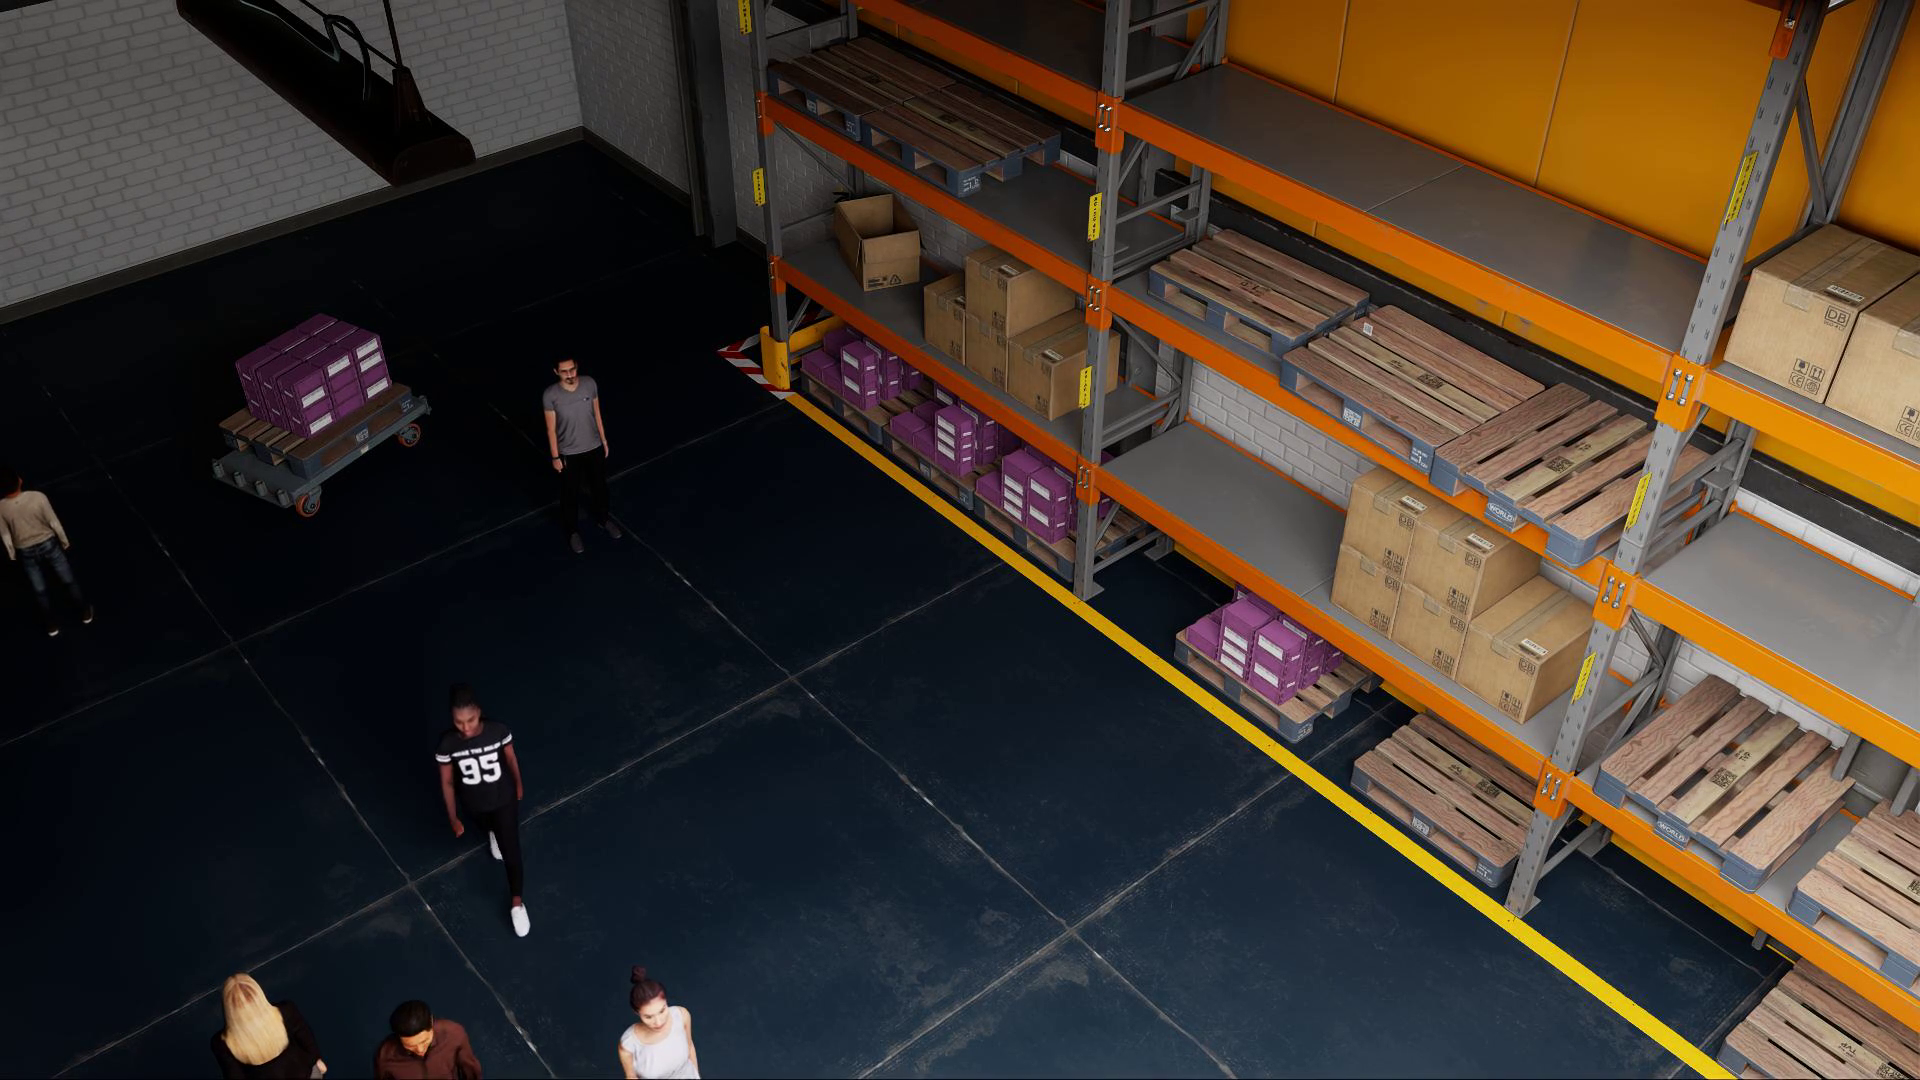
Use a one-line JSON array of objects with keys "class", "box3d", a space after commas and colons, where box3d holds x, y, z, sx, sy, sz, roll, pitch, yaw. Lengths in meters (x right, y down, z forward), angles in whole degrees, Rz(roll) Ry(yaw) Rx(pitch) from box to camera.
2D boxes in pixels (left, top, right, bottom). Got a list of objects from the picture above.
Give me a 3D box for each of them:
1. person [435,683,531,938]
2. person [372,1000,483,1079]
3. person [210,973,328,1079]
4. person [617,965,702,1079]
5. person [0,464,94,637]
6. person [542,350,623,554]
[{"class": "person", "box3d": [-2.915, 1.527, 10.209, 0.909, 1.689, 1.254, -12, 40, -14]}, {"class": "person", "box3d": [-2.746, 2.822, 8.566, 0.785, 1.715, 1.160, -19, 42, -22]}, {"class": "person", "box3d": [-3.435, 2.812, 8.476, 0.601, 1.843, 0.532, -27, 46, -29]}, {"class": "person", "box3d": [-1.542, 2.829, 8.646, 0.553, 1.604, 0.543, -27, 46, -29]}, {"class": "person", "box3d": [-6.775, 0.067, 12.220, 0.577, 1.461, 0.536, -23, 44, -26]}, {"class": "person", "box3d": [-2.972, -0.731, 12.983, 0.636, 1.754, 0.550, -23, 44, -26]}]
